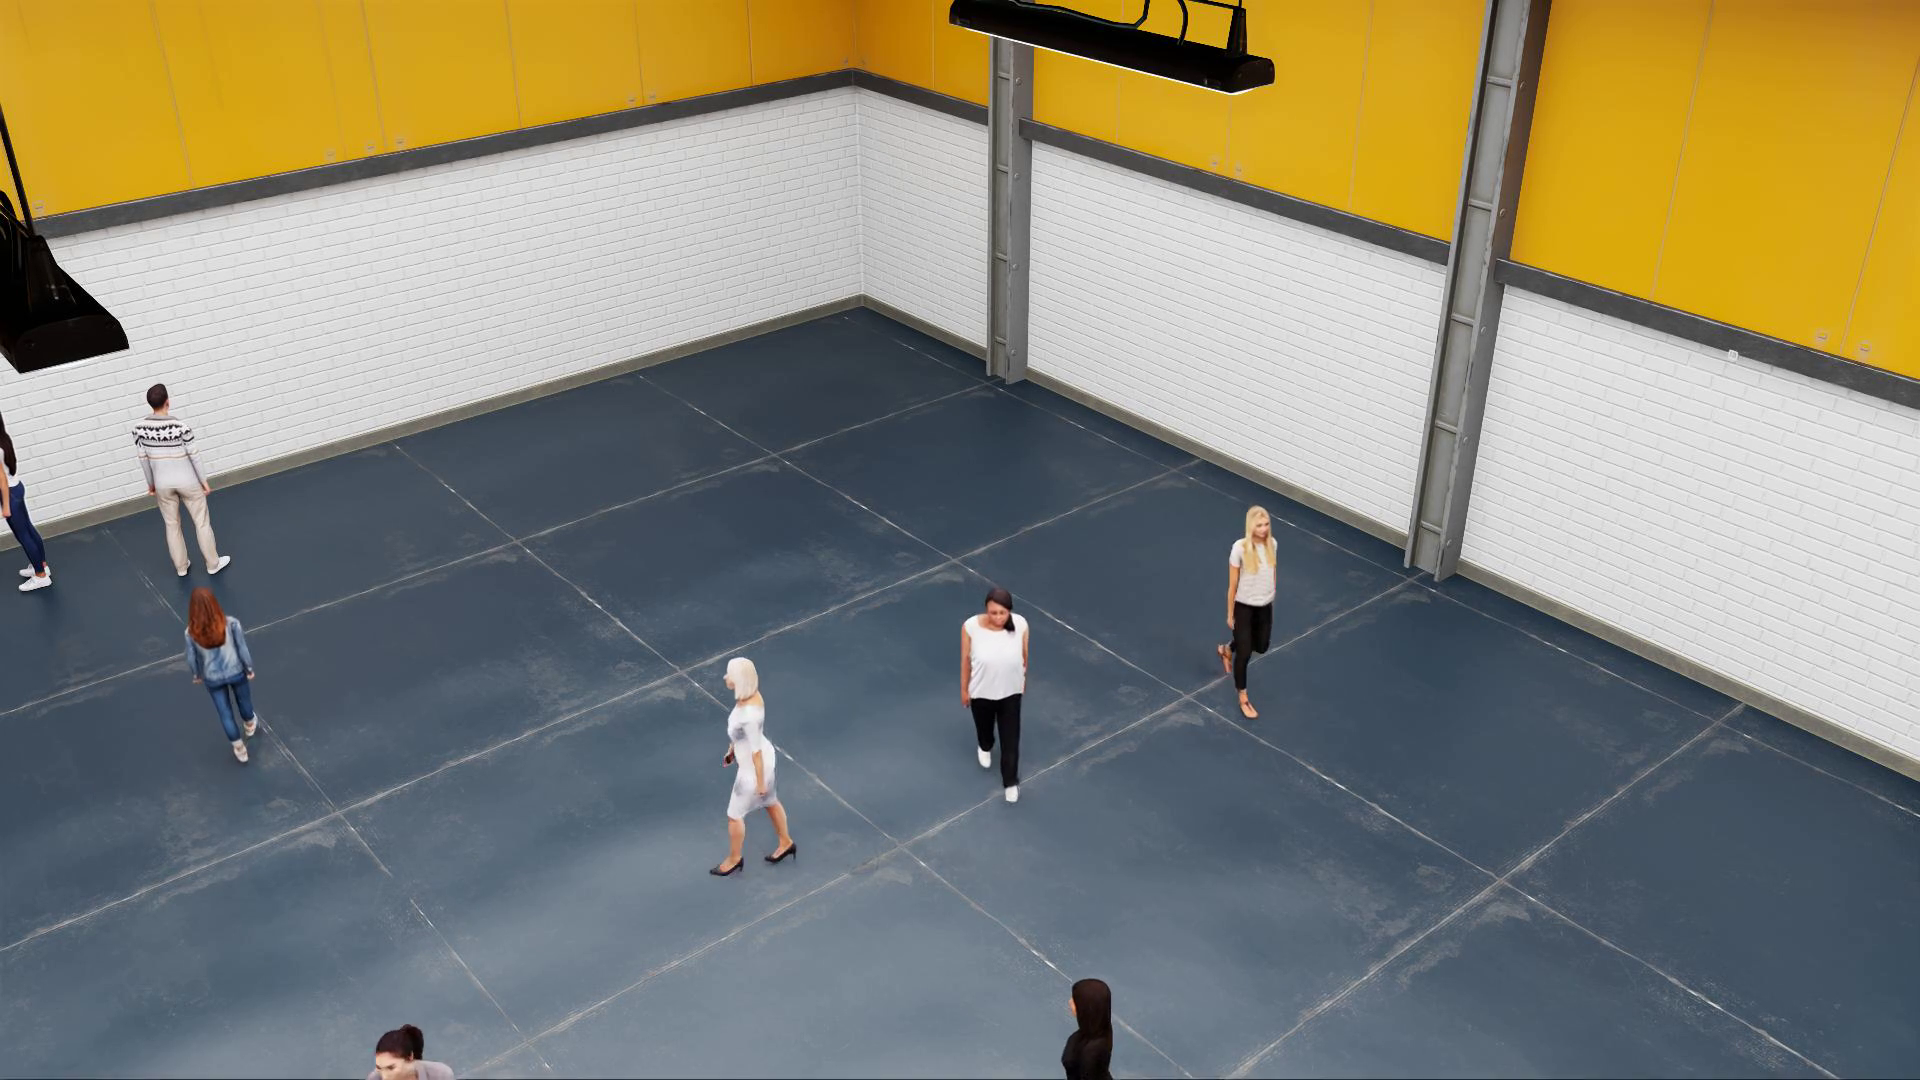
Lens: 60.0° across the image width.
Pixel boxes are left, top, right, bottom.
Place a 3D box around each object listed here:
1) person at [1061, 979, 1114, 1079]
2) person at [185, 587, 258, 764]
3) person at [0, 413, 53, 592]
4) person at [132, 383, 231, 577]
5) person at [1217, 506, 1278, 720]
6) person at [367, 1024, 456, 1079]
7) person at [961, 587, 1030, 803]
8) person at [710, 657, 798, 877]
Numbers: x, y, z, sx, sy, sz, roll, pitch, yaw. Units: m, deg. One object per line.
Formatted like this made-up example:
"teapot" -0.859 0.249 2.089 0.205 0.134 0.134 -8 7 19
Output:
"person" 0.762 3.010 8.844 0.995 1.628 0.898 6 29 10
"person" -5.585 1.045 12.614 0.712 1.468 0.857 -12 31 -21
"person" -8.508 -0.392 14.929 0.720 1.775 0.570 -10 30 -17
"person" -7.118 -0.535 15.102 0.770 1.860 0.771 -3 29 -5
"person" 2.252 0.506 13.239 0.730 1.817 0.970 -14 31 -23
"person" -2.760 3.100 8.648 0.771 1.660 0.828 -1 29 -1
"person" 0.260 1.060 12.402 1.058 1.646 1.177 -1 29 -2
"person" -1.326 1.552 11.417 0.893 1.725 0.879 -2 29 -3
